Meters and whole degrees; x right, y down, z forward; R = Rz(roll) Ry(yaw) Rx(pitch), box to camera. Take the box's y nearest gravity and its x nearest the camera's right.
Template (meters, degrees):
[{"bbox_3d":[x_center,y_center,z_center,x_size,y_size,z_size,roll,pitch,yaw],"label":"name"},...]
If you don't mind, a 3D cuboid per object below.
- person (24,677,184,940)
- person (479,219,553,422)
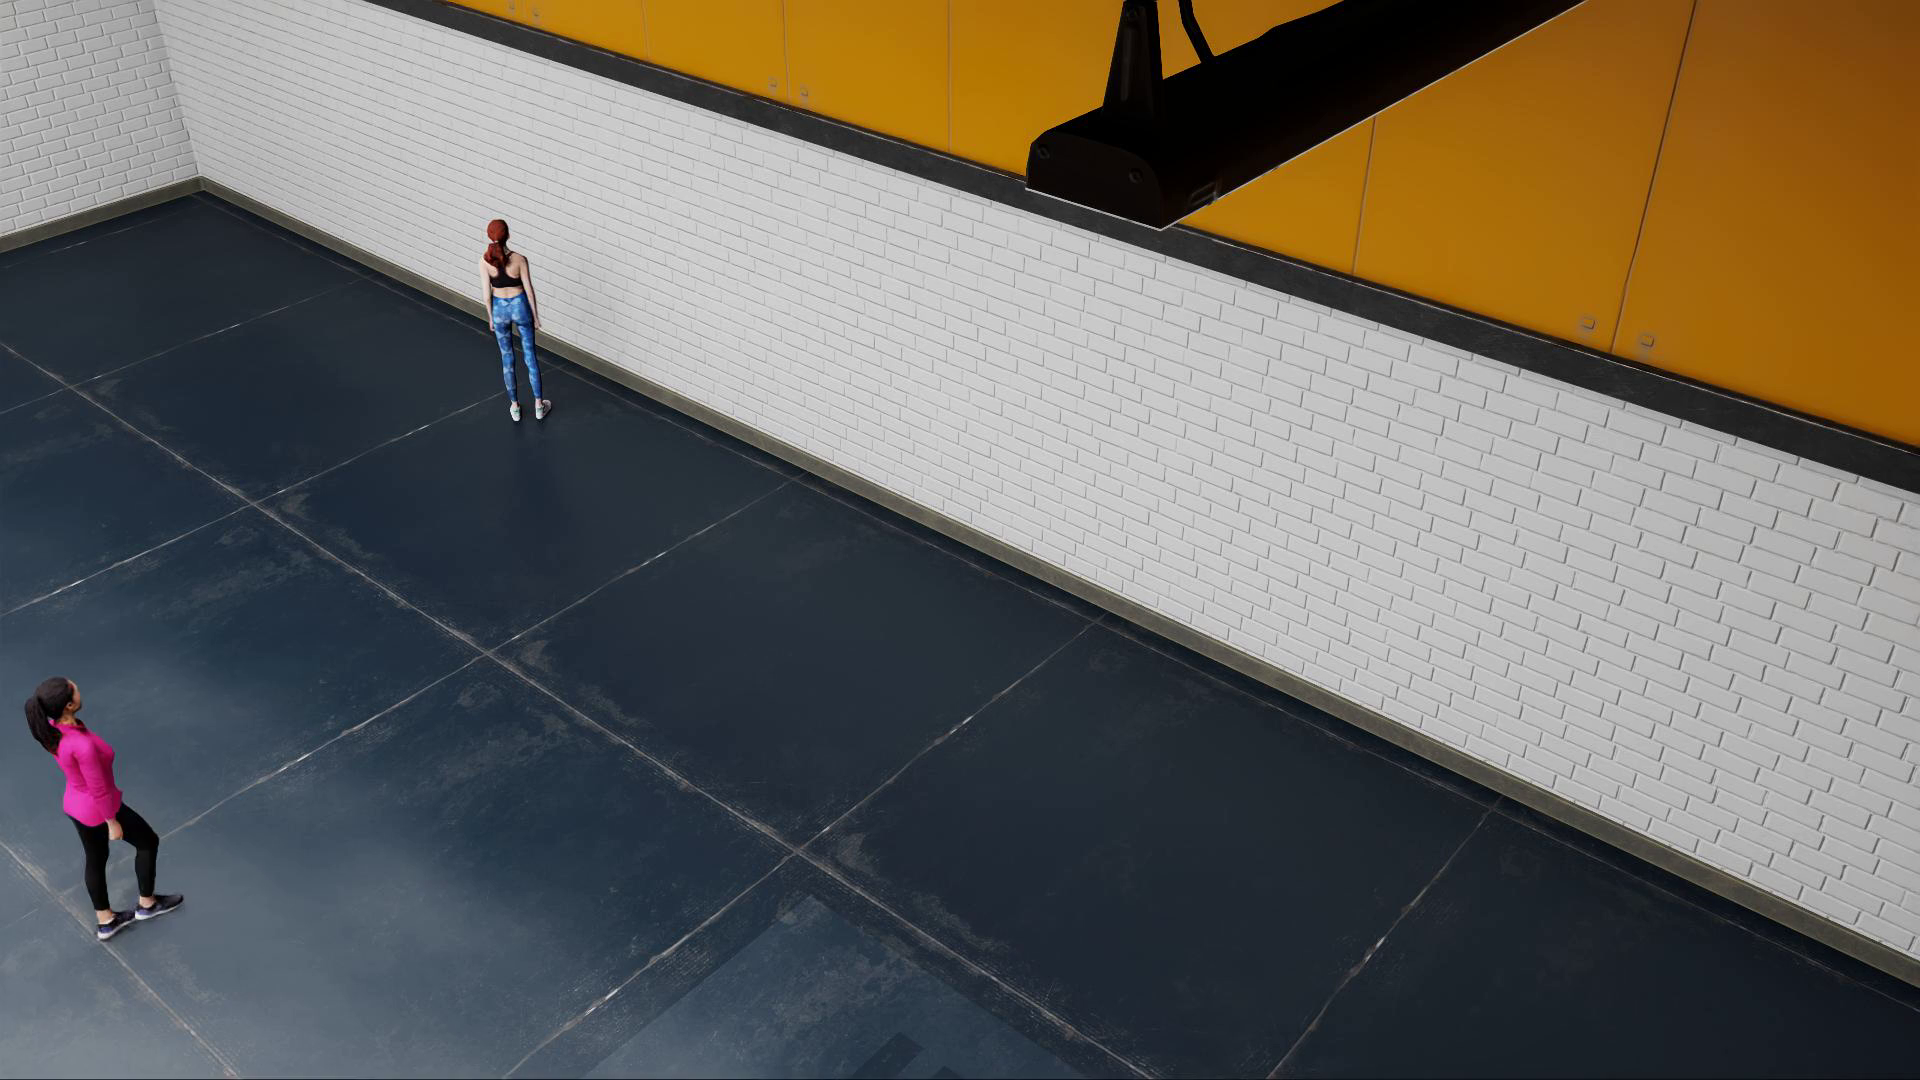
[{"bbox_3d":[-4.708,1.489,8.904,0.612,1.683,0.673,22,39,29],"label":"person"},{"bbox_3d":[-3.706,-1.825,13.797,0.686,1.785,0.751,-5,34,-7],"label":"person"}]
